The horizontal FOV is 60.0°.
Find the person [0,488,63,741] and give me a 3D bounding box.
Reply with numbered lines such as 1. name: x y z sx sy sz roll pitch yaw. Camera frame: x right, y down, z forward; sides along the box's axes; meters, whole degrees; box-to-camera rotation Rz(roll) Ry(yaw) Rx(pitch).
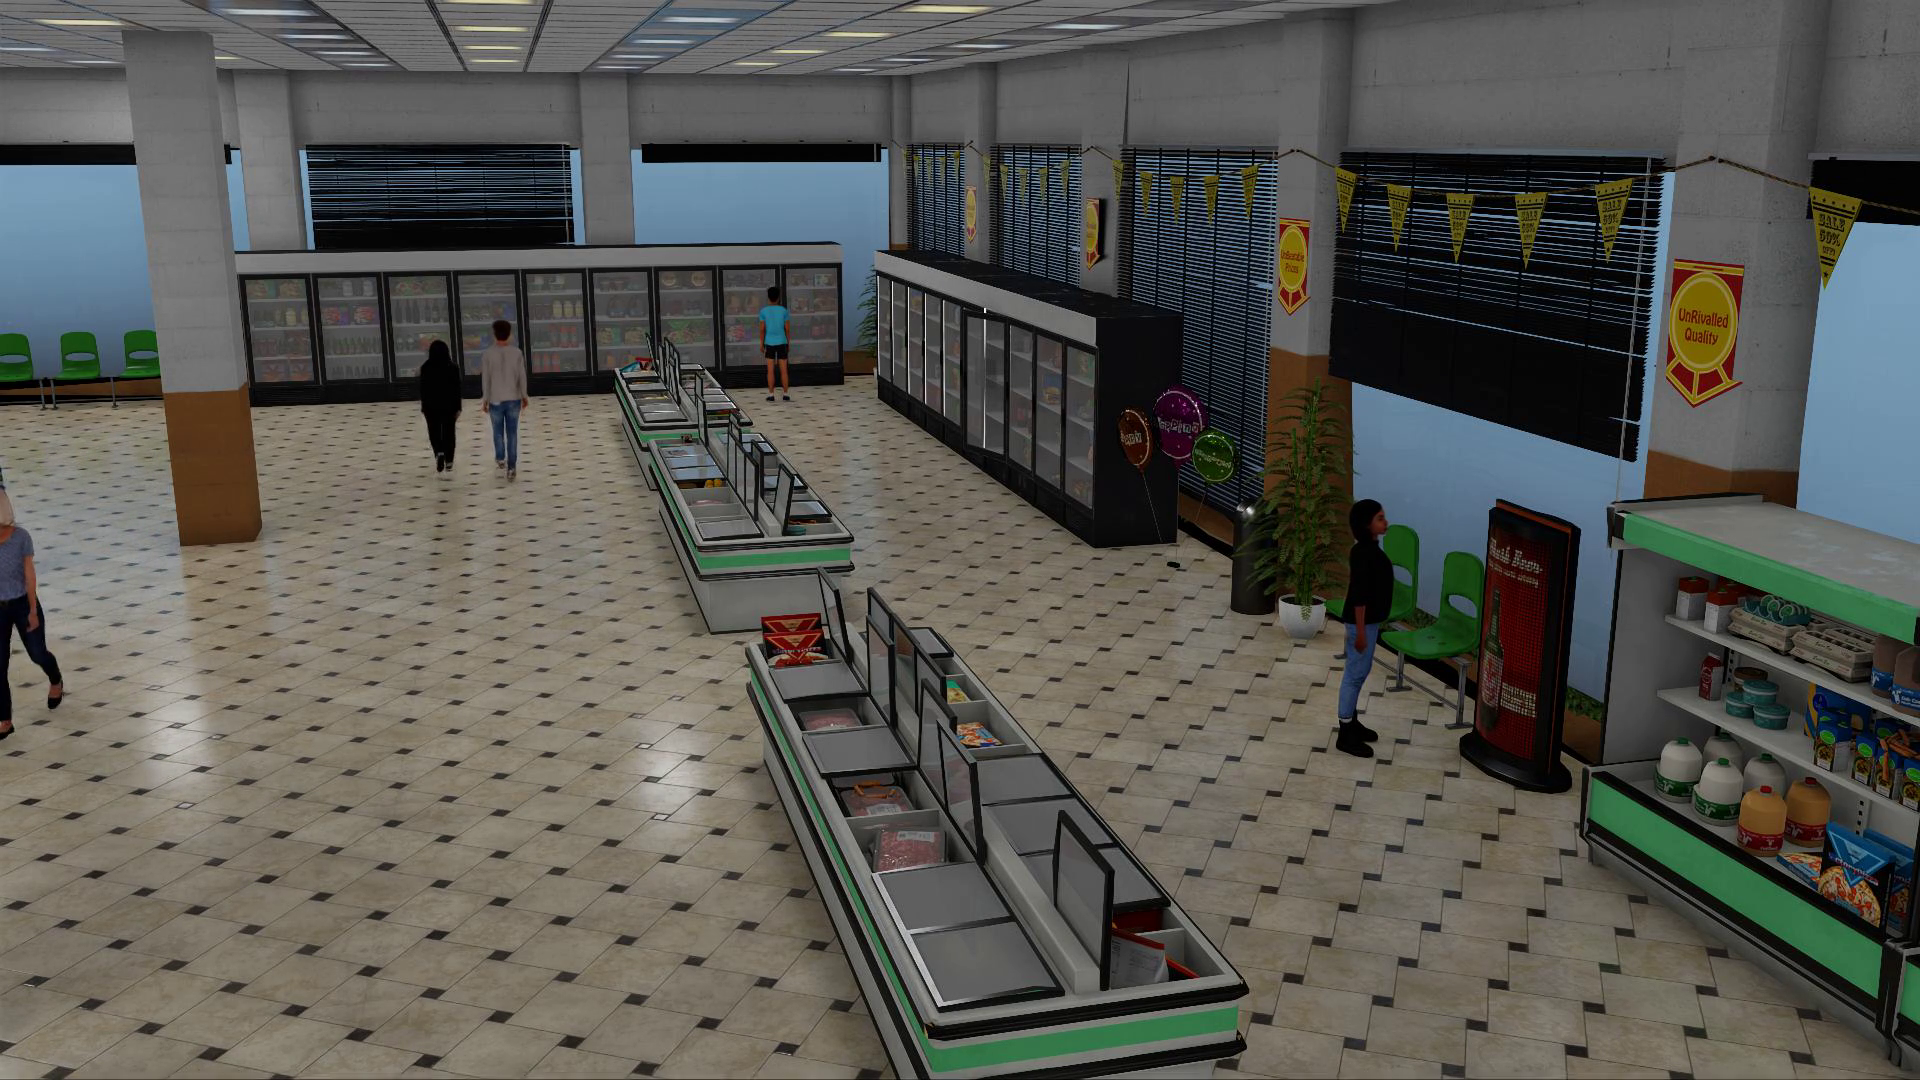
1. person: -6.486 0.469 11.462 0.639 1.694 1.093 -2 14 -9

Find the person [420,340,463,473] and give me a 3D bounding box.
1. person: -6.310 -1.603 20.206 0.698 1.599 1.008 -5 14 -20

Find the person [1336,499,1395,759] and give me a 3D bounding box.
1. person: 2.674 0.563 11.061 0.723 1.701 0.641 5 15 21

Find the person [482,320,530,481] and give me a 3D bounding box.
1. person: -5.401 -1.633 19.764 0.695 1.866 1.100 -4 14 -16

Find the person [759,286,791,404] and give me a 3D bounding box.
1. person: -2.840 -3.014 25.645 0.636 1.777 0.543 -2 14 -9
